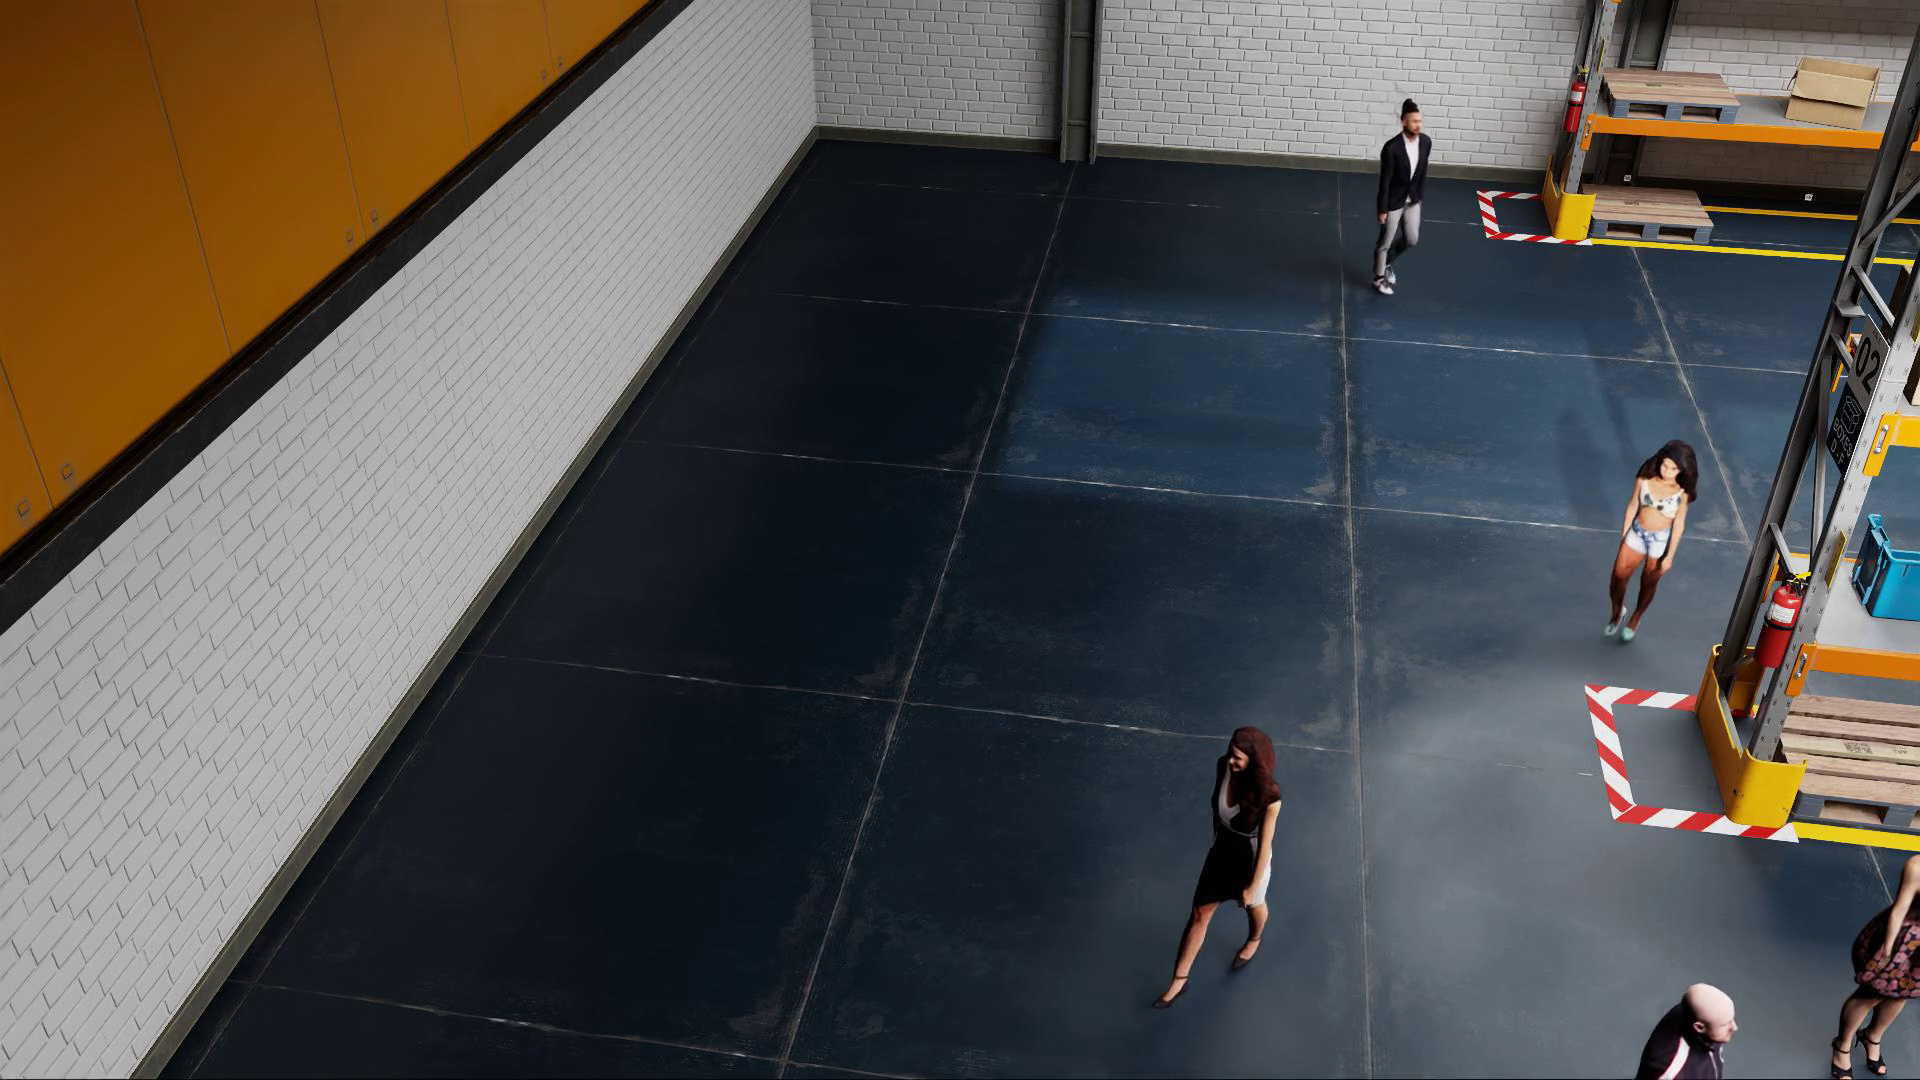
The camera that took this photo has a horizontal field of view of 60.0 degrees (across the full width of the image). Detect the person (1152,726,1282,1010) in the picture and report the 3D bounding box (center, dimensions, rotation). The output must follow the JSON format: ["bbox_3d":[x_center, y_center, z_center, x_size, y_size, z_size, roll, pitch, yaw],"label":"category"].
[{"bbox_3d":[1.519,1.649,8.674,1.081,1.763,1.077,-26,42,-34],"label":"person"}]

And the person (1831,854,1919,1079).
[{"bbox_3d":[4.661,1.993,8.147,0.733,1.774,0.827,-7,34,-10],"label":"person"}]

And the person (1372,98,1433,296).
[{"bbox_3d":[4.168,-3.332,16.009,0.833,1.940,0.935,-12,36,-18],"label":"person"}]

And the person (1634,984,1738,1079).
[{"bbox_3d":[2.961,2.541,7.309,1.305,1.790,0.946,18,38,25],"label":"person"}]

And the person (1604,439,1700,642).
[{"bbox_3d":[4.726,0.001,11.302,0.694,1.600,0.760,26,42,34],"label":"person"}]
